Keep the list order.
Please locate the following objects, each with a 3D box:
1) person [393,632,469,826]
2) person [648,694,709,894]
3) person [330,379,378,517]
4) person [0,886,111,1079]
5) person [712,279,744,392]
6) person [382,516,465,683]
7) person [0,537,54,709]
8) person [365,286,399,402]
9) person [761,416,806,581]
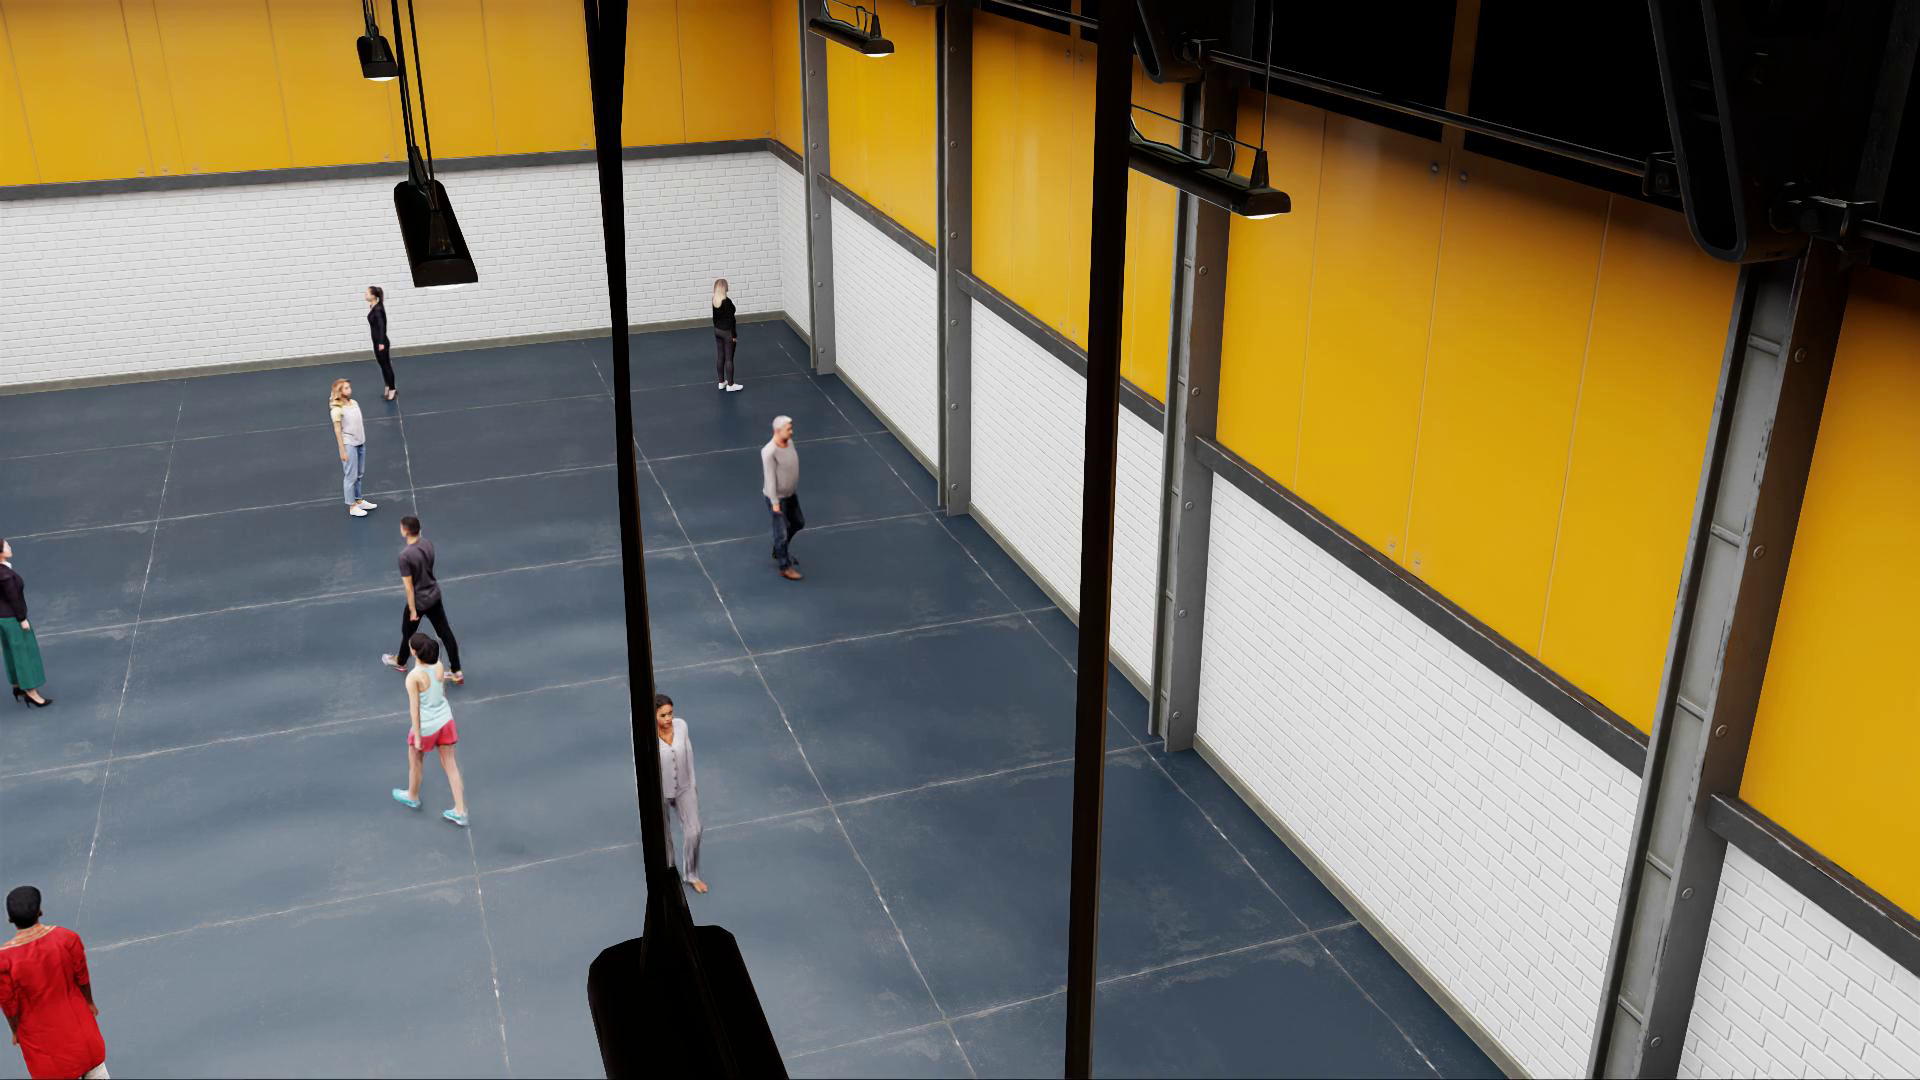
[{"bbox_3d":[-4.370,1.616,13.973,1.123,1.733,1.009,14,27,28],"label":"person"},{"bbox_3d":[-2.355,1.957,13.208,0.770,1.719,0.830,-16,28,-32],"label":"person"},{"bbox_3d":[-7.428,-1.142,20.293,0.773,1.724,0.655,4,24,9],"label":"person"},{"bbox_3d":[-5.756,3.018,10.575,0.754,1.884,0.716,-18,29,-35],"label":"person"},{"bbox_3d":[-3.500,-3.050,24.702,0.738,1.687,0.608,-21,31,-40],"label":"person"},{"bbox_3d":[-5.176,0.628,16.262,1.202,1.708,1.160,10,25,21],"label":"person"},{"bbox_3d":[-9.043,0.778,15.881,0.652,1.739,0.769,18,29,35],"label":"person"},{"bbox_3d":[-8.453,-2.873,24.269,0.660,1.711,0.466,-12,26,-26],"label":"person"},{"bbox_3d":[-2.040,-0.501,18.608,0.986,1.898,0.930,13,27,27],"label":"person"}]
